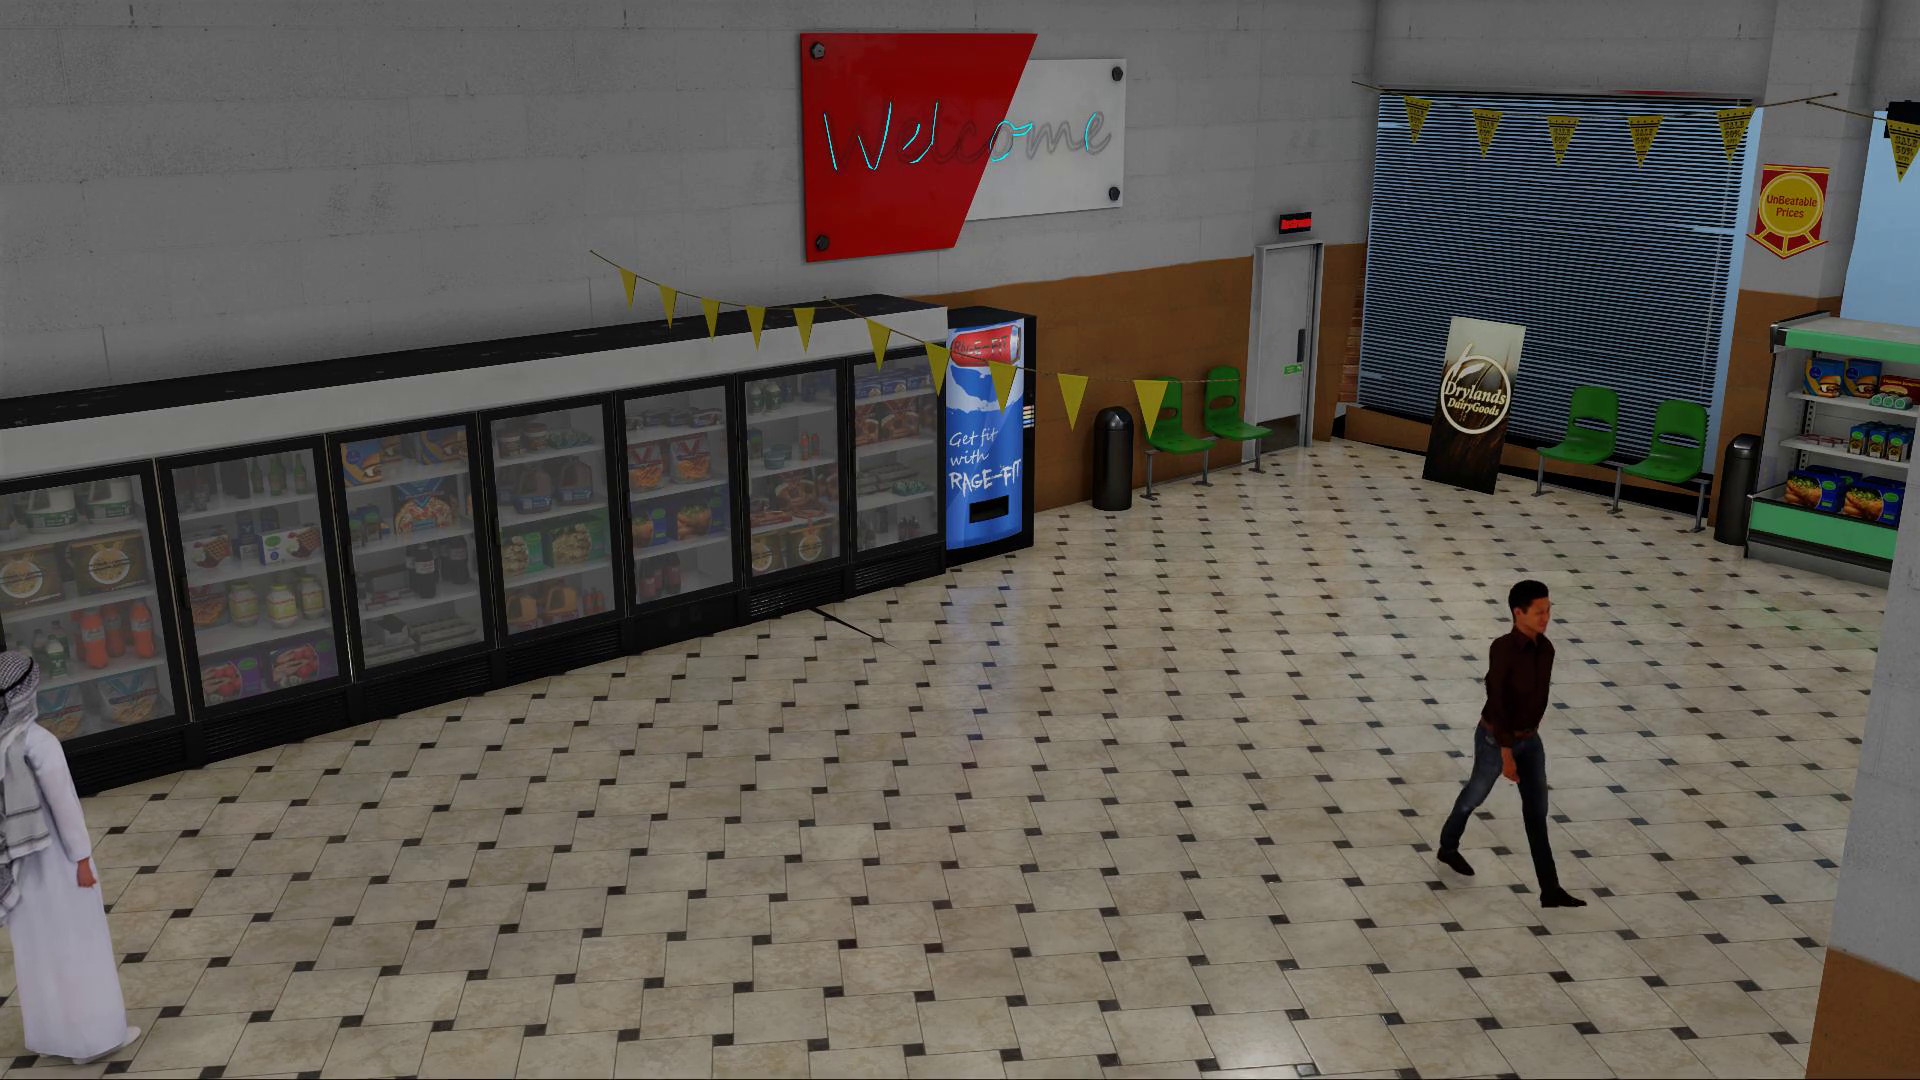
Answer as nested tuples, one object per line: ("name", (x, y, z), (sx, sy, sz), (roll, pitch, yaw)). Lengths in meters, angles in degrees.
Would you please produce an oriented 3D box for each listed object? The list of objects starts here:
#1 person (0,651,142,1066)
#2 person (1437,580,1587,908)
("person", (-4.033, 1.396, 7.300), (0.754, 1.926, 0.857), (6, 18, 19))
("person", (2.809, 1.053, 8.766), (0.805, 1.731, 1.187), (-9, 19, -28))
